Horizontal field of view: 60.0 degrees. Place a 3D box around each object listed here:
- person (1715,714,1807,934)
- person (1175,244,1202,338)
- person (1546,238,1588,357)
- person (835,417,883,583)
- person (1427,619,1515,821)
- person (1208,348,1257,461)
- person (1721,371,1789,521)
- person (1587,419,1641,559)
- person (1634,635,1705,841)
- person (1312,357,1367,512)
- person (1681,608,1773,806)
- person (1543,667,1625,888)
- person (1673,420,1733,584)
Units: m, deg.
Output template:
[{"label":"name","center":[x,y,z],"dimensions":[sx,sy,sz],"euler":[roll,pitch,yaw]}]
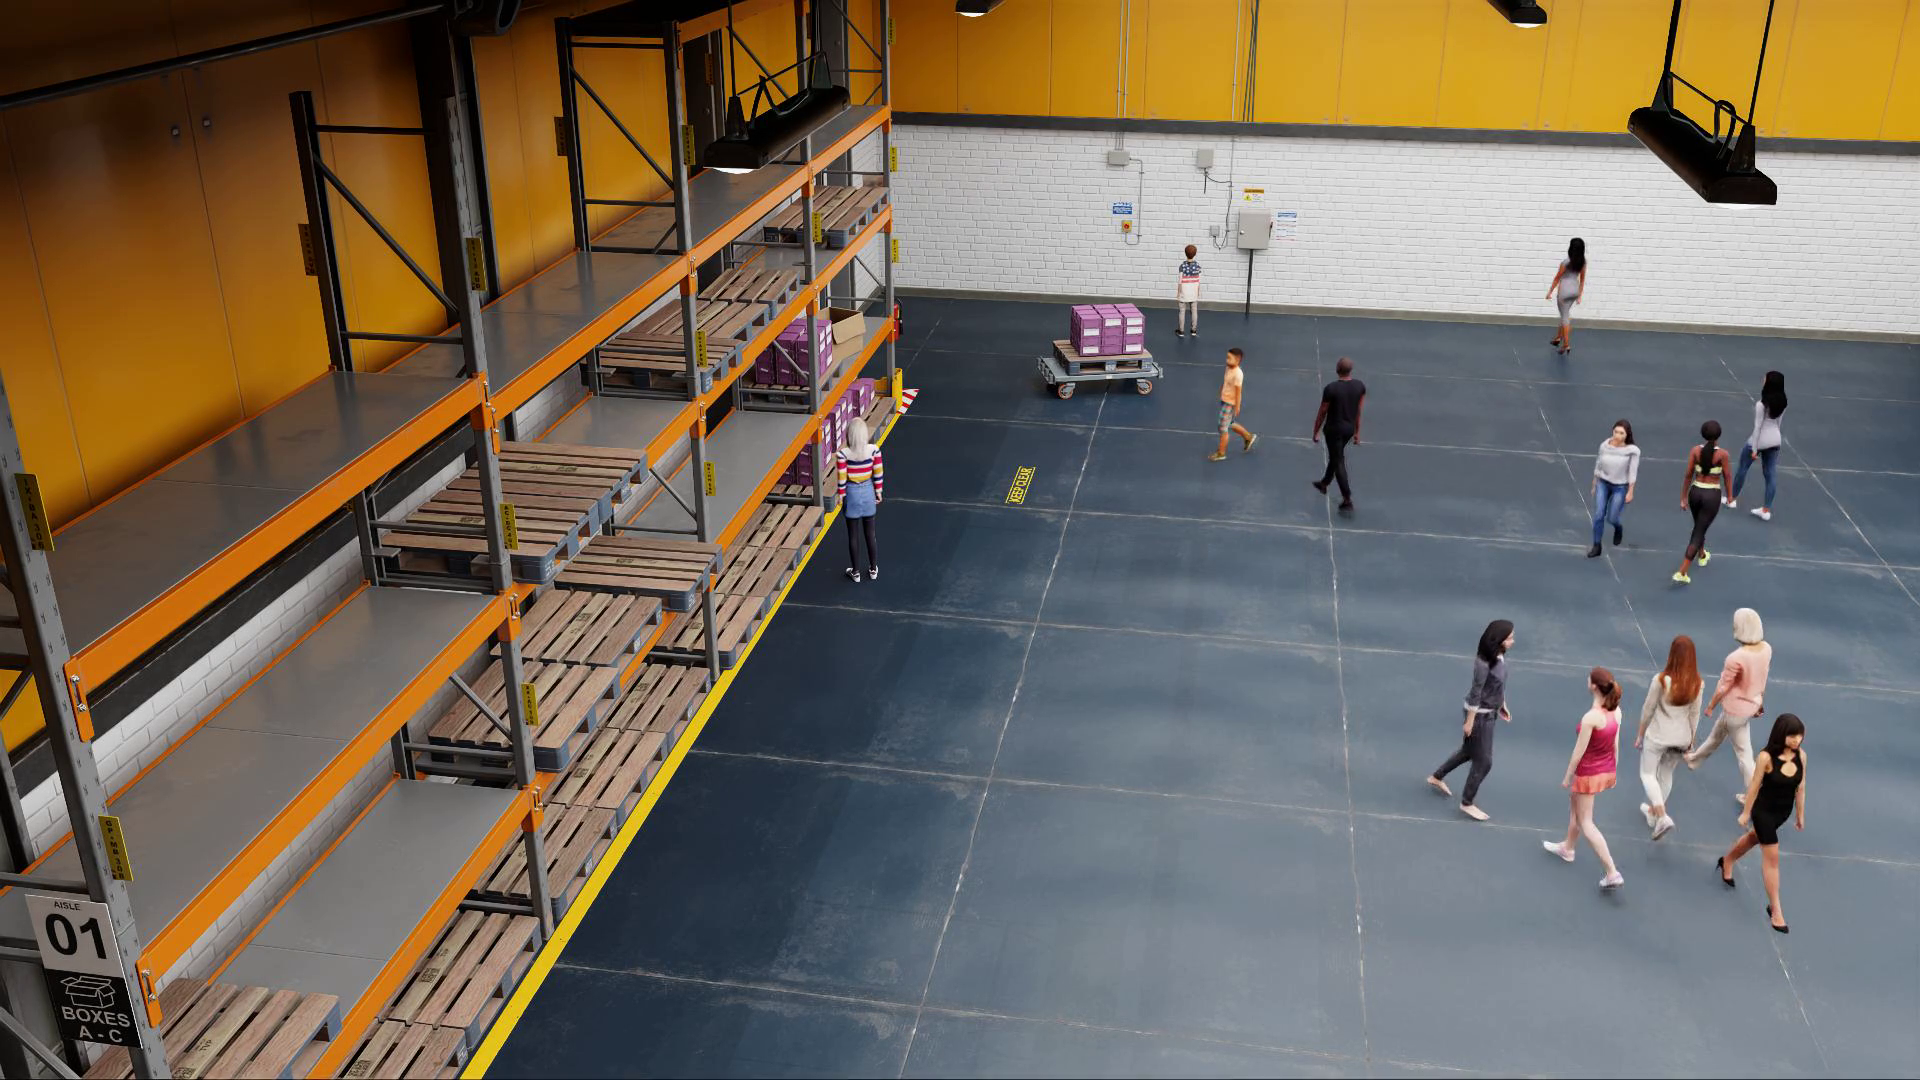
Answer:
[{"label":"person","center":[5.904,1.981,12.235],"dimensions":[0.874,1.605,1.114],"euler":[-6,24,-13]},{"label":"person","center":[3.557,-3.896,25.887],"dimensions":[0.578,1.439,0.573],"euler":[-4,24,-9]},{"label":"person","center":[9.122,-3.609,24.823],"dimensions":[0.813,1.765,0.919],"euler":[-9,25,-19]},{"label":"person","center":[-1.063,-0.439,17.517],"dimensions":[0.718,1.808,0.680],"euler":[-7,25,-16]},{"label":"person","center":[4.148,1.390,13.416],"dimensions":[0.830,1.742,0.839],"euler":[12,26,26]},{"label":"person","center":[3.458,-1.721,20.909],"dimensions":[0.811,1.441,0.921],"euler":[-5,24,-12]},{"label":"person","center":[9.288,-1.049,19.036],"dimensions":[0.842,1.710,0.996],"euler":[-6,24,-14]},{"label":"person","center":[7.120,-0.566,18.052],"dimensions":[0.900,1.612,0.826],"euler":[-20,30,-38]},{"label":"person","center":[5.562,1.586,13.025],"dimensions":[0.687,1.696,0.950],"euler":[3,24,6]},{"label":"person","center":[4.437,-1.192,19.285],"dimensions":[1.054,1.772,1.321],"euler":[-7,24,-15]},{"label":"person","center":[6.382,1.412,13.457],"dimensions":[1.070,1.669,1.192],"euler":[-12,26,-25]},{"label":"person","center":[4.793,1.810,12.478],"dimensions":[0.983,1.724,1.047],"euler":[-14,27,-29]},{"label":"person","center":[7.775,-0.354,17.461],"dimensions":[1.243,1.698,1.060],"euler":[-21,31,-40]}]
